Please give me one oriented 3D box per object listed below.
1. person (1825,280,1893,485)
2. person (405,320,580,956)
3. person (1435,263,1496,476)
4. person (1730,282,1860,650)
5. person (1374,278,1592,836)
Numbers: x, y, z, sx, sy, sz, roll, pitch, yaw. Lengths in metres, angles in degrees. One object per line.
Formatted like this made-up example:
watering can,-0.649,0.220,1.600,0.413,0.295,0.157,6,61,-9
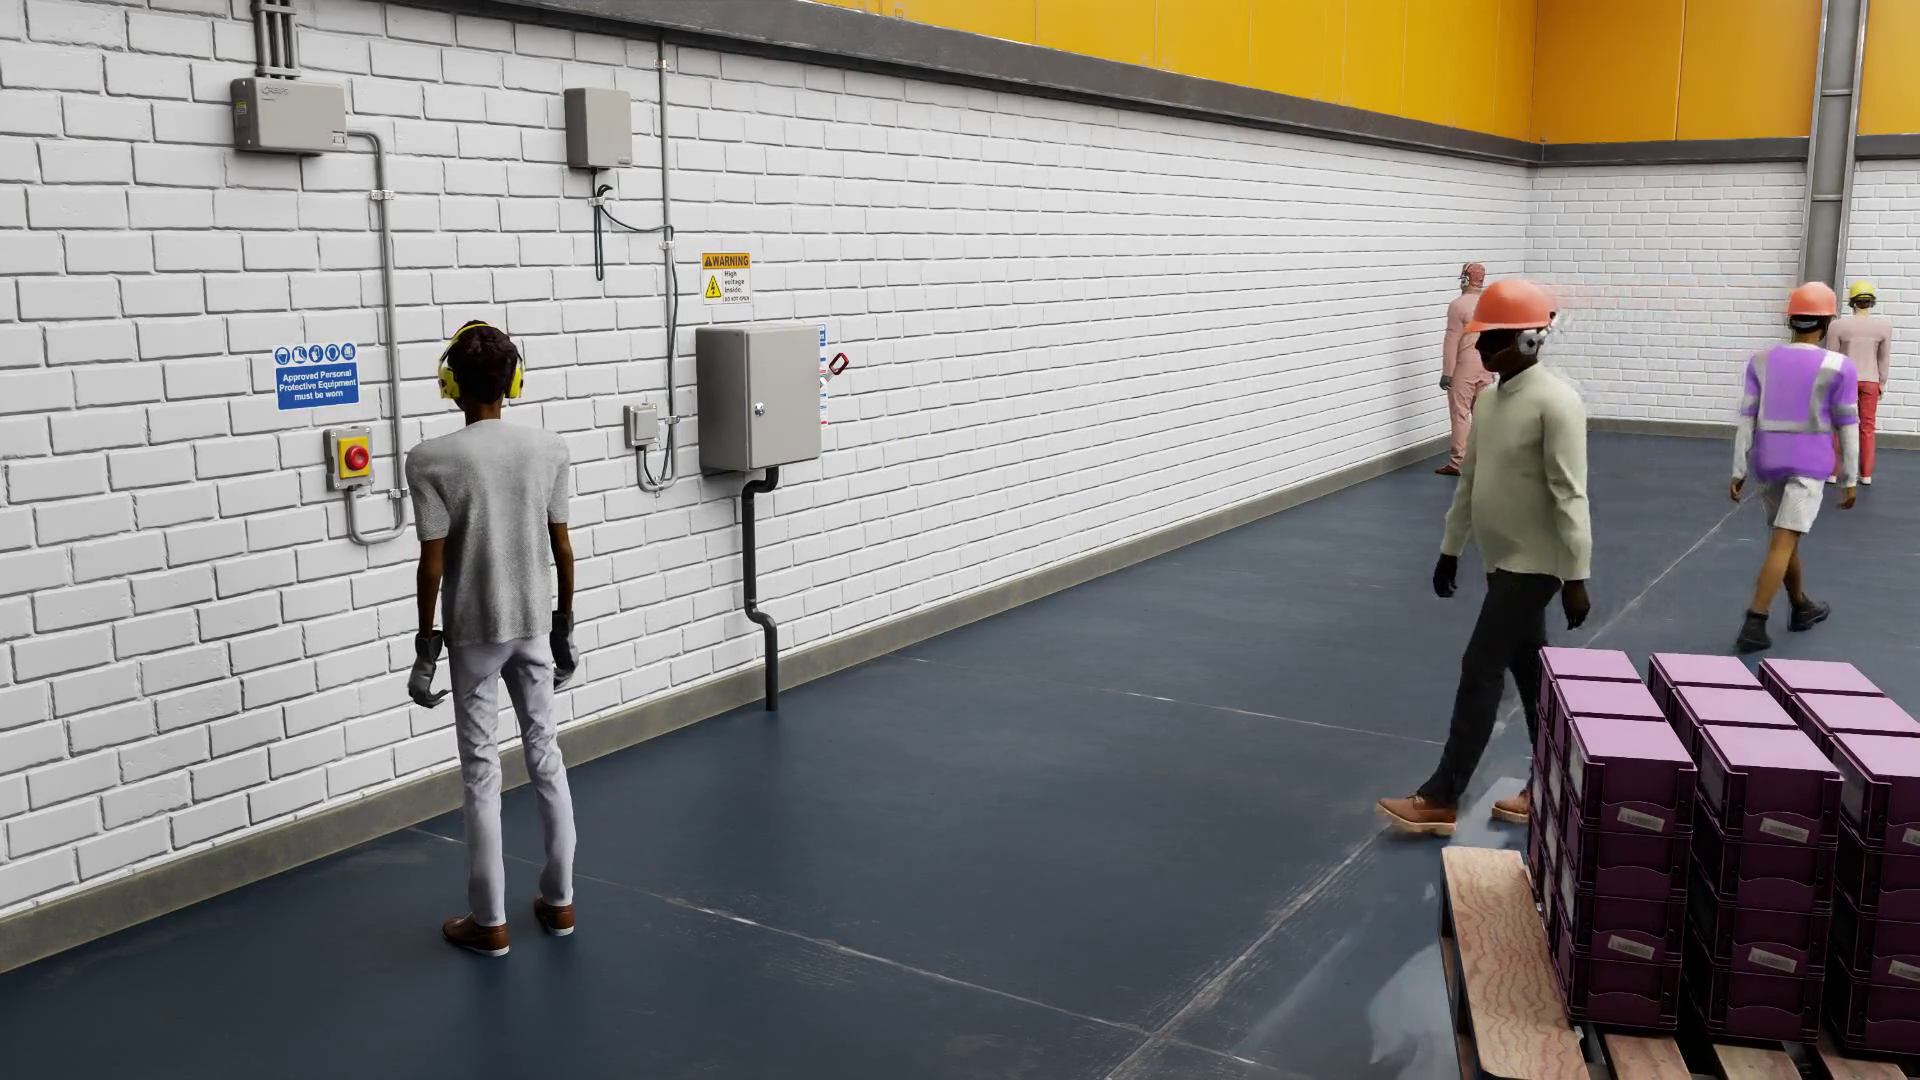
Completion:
person,7.712,-1.350,14.340,0.519,1.757,0.344,2,10,11
person,-1.376,0.294,4.913,0.515,1.873,0.329,-8,13,-38
person,4.559,-1.526,14.923,0.641,1.903,0.402,-6,12,-31
person,4.351,-0.387,8.642,1.016,1.886,0.567,-8,13,-38
person,1.837,0.072,5.877,0.922,1.955,0.660,-1,10,-6
